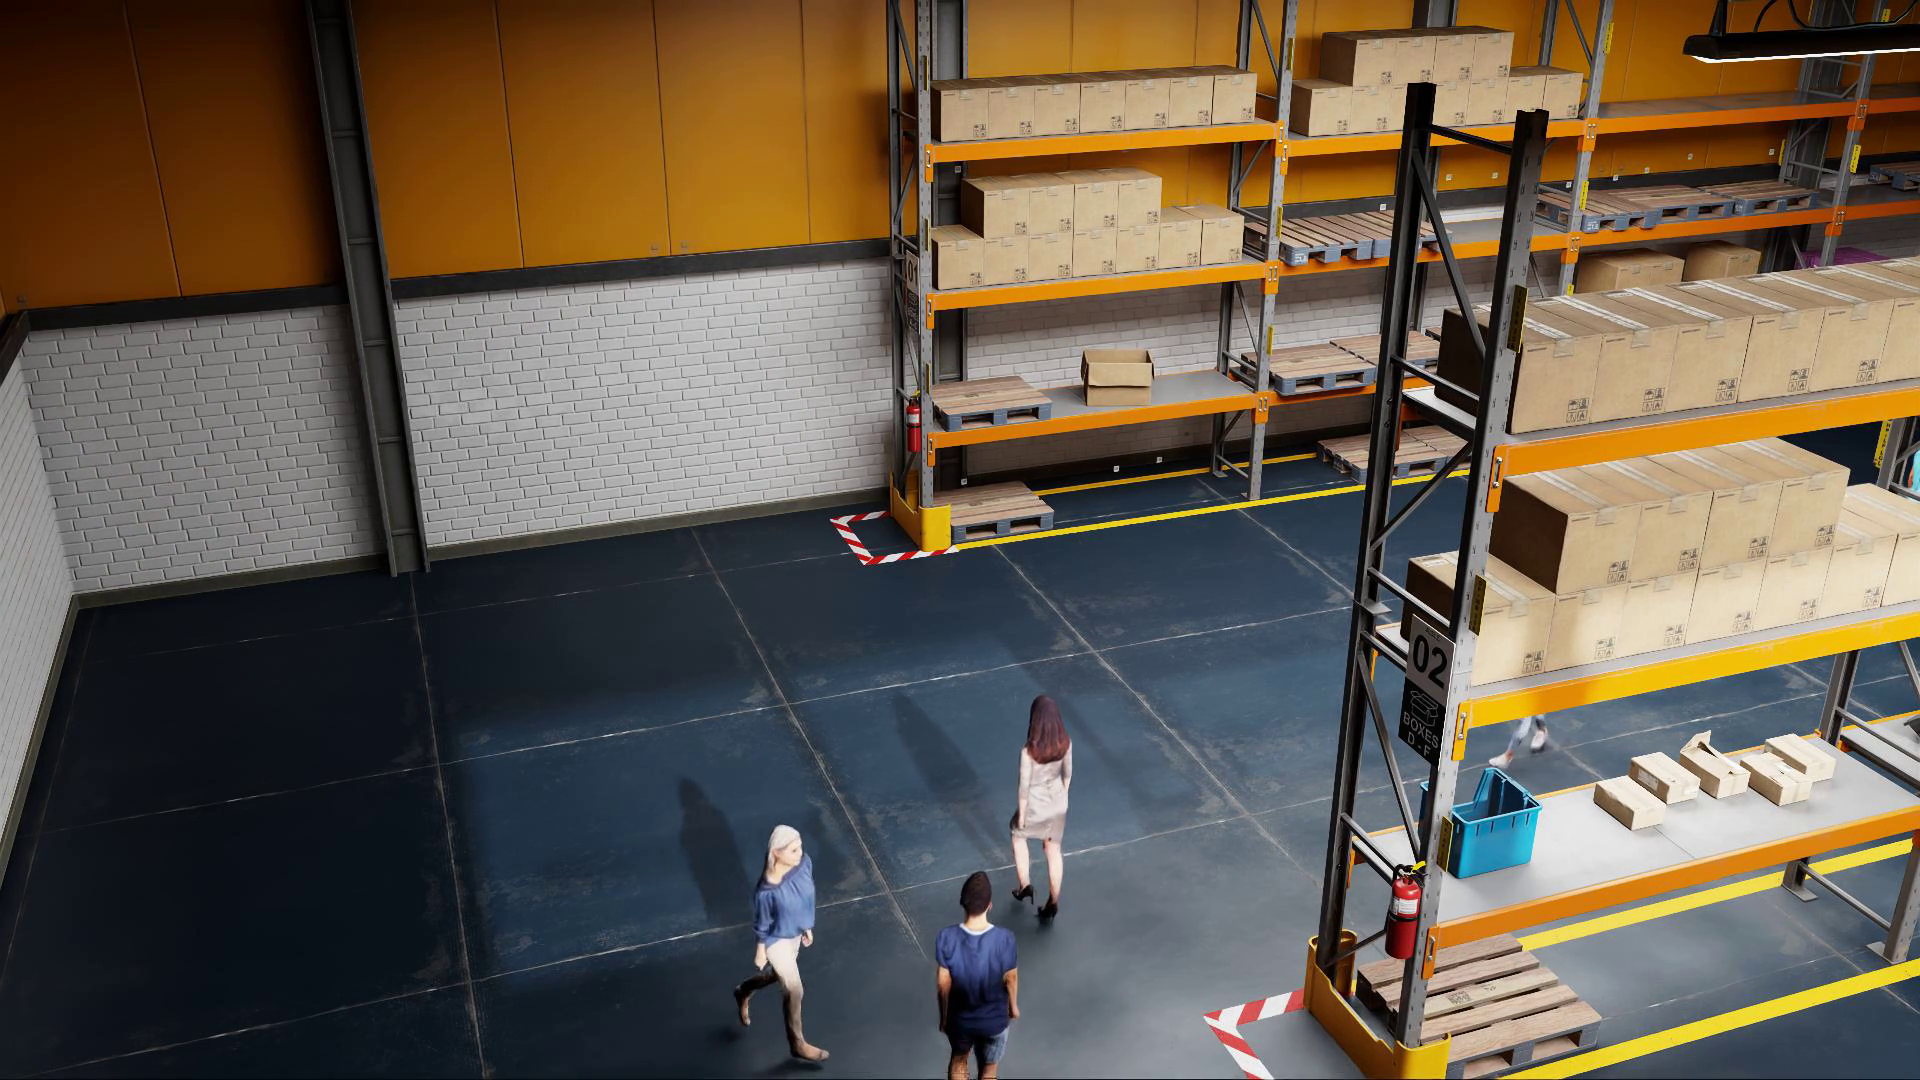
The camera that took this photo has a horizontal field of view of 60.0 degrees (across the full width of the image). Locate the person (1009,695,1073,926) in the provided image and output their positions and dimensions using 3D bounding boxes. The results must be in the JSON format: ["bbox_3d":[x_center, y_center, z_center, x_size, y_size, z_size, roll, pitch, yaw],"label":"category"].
[{"bbox_3d":[0.619,1.930,11.621,0.668,1.724,0.731,-12,26,-26],"label":"person"}]

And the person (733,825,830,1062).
[{"bbox_3d":[-1.182,2.482,10.427,1.072,1.669,1.031,14,27,29],"label":"person"}]

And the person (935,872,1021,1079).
[{"bbox_3d":[0.092,2.772,9.555,0.763,1.836,0.827,3,24,7],"label":"person"}]
